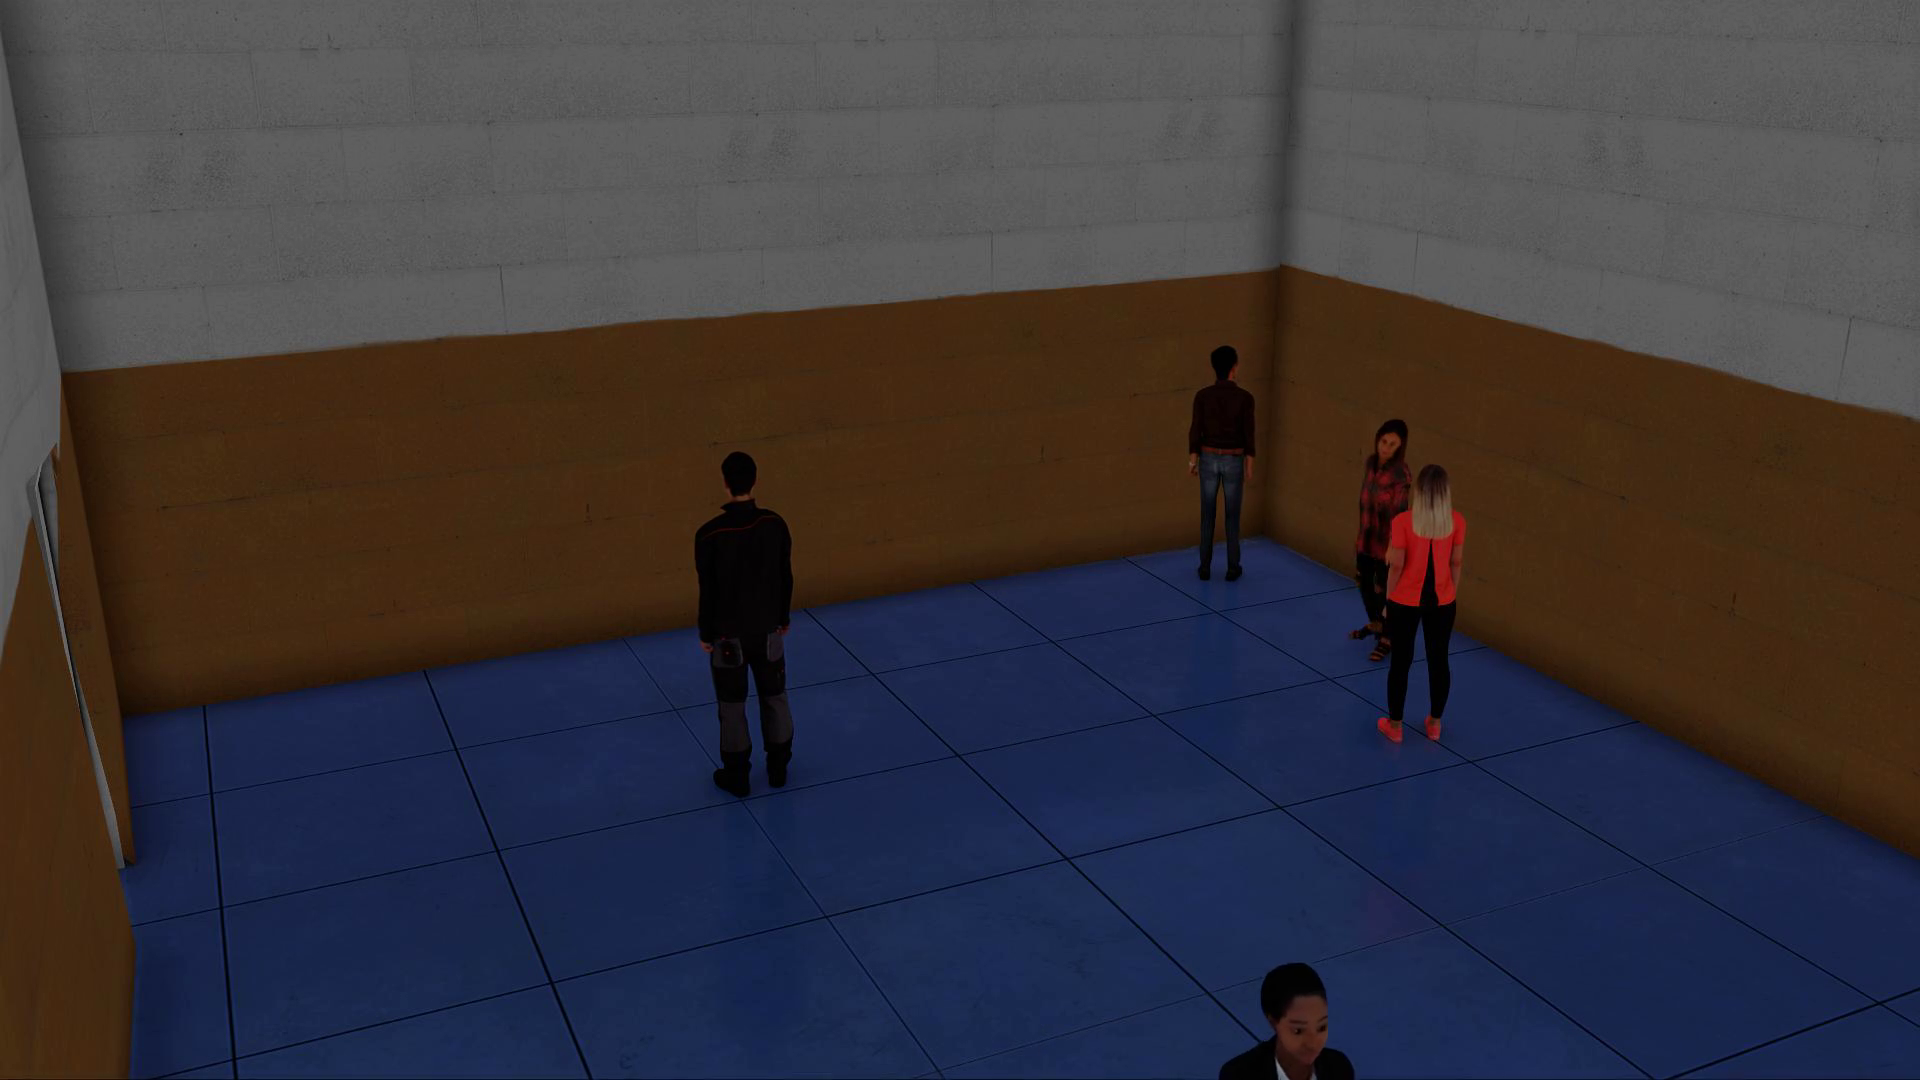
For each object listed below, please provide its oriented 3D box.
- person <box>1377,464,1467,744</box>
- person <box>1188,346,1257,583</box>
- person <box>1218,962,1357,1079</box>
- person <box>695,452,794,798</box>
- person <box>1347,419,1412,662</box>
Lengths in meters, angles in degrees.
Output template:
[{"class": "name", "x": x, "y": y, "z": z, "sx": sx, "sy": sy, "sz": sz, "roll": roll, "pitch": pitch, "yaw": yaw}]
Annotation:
[{"class": "person", "x": 2.714, "y": 0.372, "z": 9.768, "sx": 0.598, "sy": 1.694, "sz": 0.726, "roll": -1, "pitch": 19, "yaw": -2}, {"class": "person", "x": 1.954, "y": -0.563, "z": 12.409, "sx": 0.687, "sy": 1.778, "sz": 0.771, "roll": 5, "pitch": 19, "yaw": 14}, {"class": "person", "x": 0.851, "y": 1.990, "z": 4.766, "sx": 0.859, "sy": 1.823, "sz": 0.793, "roll": -4, "pitch": 19, "yaw": -12}, {"class": "person", "x": -1.177, "y": 0.455, "z": 9.127, "sx": 0.530, "sy": 1.945, "sz": 0.771, "roll": -10, "pitch": 21, "yaw": -27}, {"class": "person", "x": 2.798, "y": 0.003, "z": 10.909, "sx": 0.591, "sy": 1.663, "sz": 0.707, "roll": -3, "pitch": 19, "yaw": -8}]
